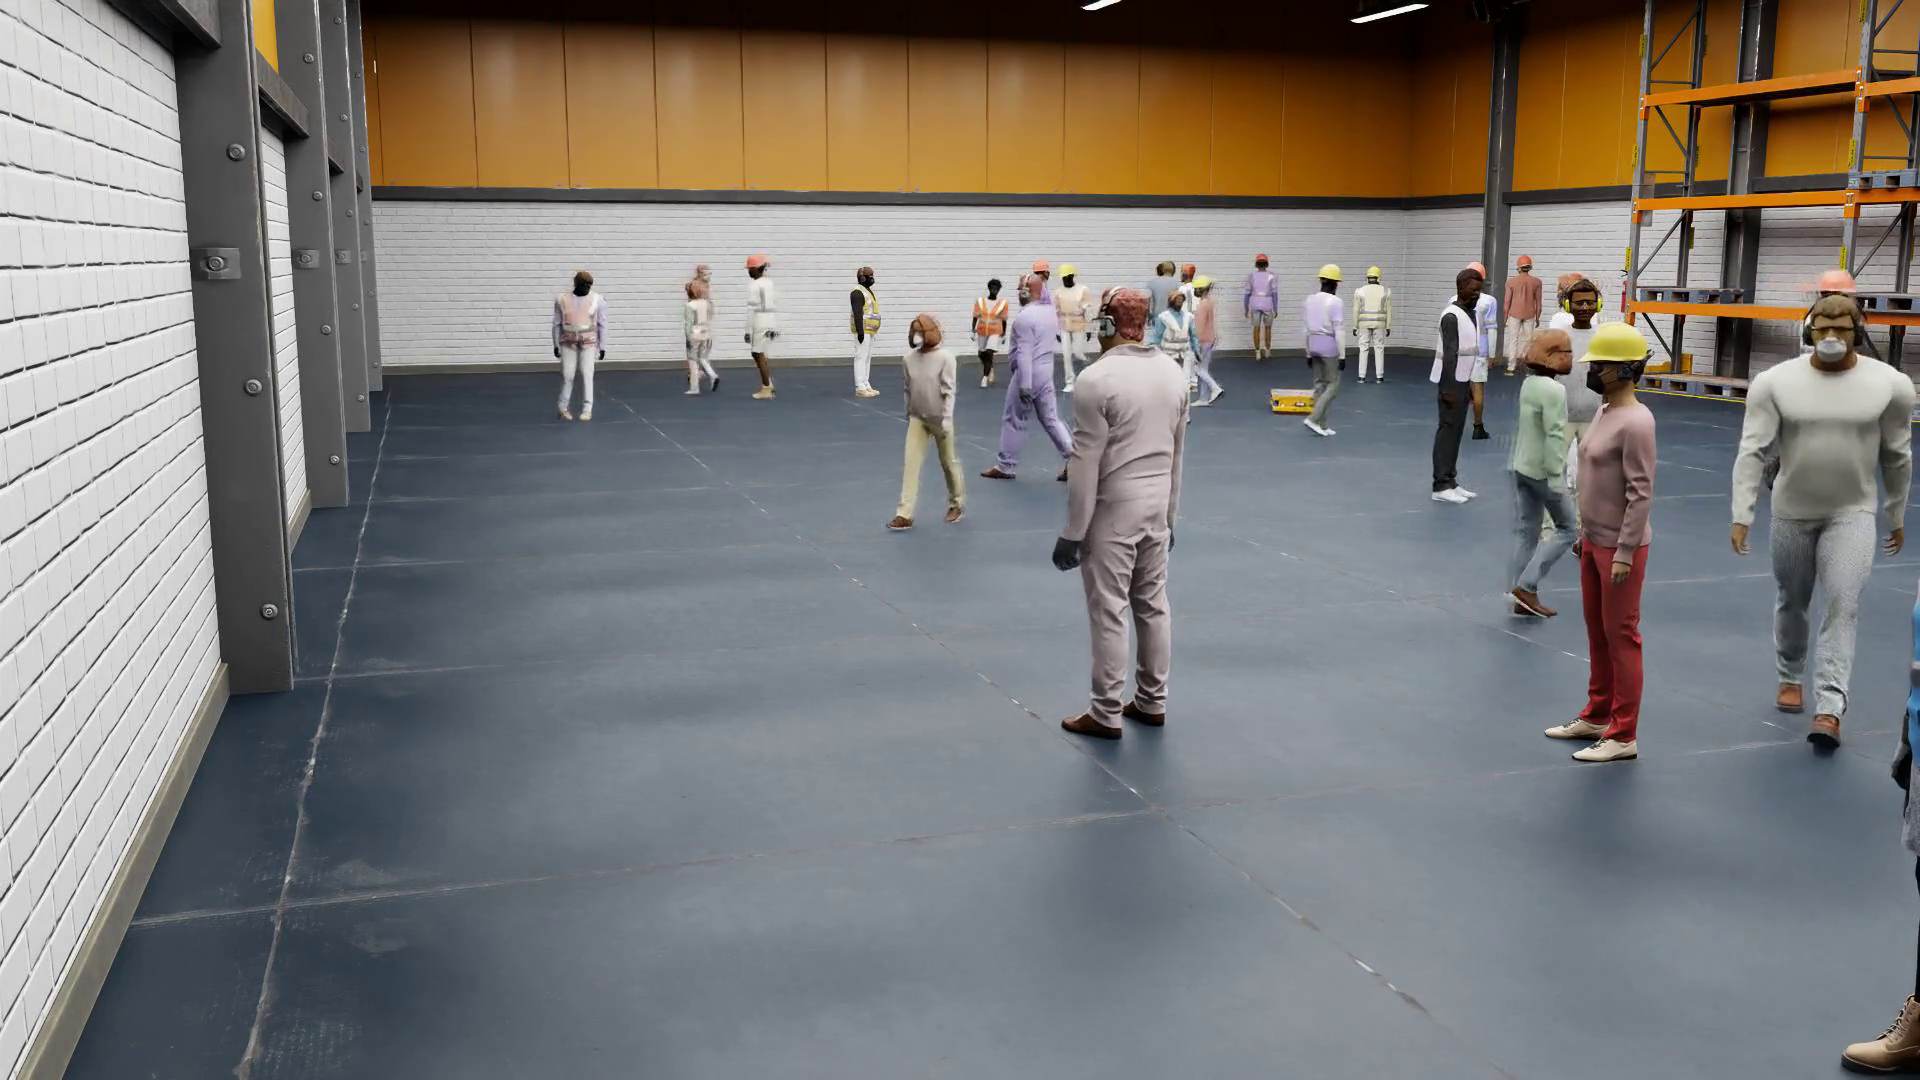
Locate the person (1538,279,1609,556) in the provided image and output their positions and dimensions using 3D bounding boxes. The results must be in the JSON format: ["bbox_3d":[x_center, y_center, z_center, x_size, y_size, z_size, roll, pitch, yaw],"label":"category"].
[{"bbox_3d":[4.095,-0.789,11.048,0.537,1.869,0.314,1,10,4],"label":"person"}]

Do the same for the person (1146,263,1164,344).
[{"bbox_3d":[3.510,-3.888,28.990,0.534,1.869,0.311,3,10,15],"label":"person"}]

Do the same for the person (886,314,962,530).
[{"bbox_3d":[-0.228,-0.883,12.399,0.509,1.588,0.854,6,11,30],"label":"person"}]

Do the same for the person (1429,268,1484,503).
[{"bbox_3d":[4.102,-1.278,13.752,0.398,1.913,0.590,6,12,32],"label":"person"}]

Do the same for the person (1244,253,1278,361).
[{"bbox_3d":[5.758,-4.443,31.747,0.641,2.021,0.777,3,10,16],"label":"person"}]

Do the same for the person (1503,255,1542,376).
[{"bbox_3d":[9.354,-3.727,27.680,0.622,1.996,0.370,1,10,6],"label":"person"}]

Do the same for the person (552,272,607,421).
[{"bbox_3d":[-4.659,-2.366,20.366,0.657,1.812,0.433,-1,10,-7],"label":"person"}]

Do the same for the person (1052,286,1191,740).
[{"bbox_3d":[0.667,-0.115,7.050,0.656,1.907,0.406,-9,13,-43],"label":"person"}]

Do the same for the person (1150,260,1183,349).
[{"bbox_3d":[3.414,-3.641,27.422,0.637,1.924,0.439,7,12,35],"label":"person"}]

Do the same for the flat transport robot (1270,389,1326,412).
[{"bbox_3d":[4.386,-1.818,21.624,0.652,0.197,1.431,2,10,9],"label":"flat transport robot"}]

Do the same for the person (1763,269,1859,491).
[{"bbox_3d":[6.985,-1.247,13.582,0.548,1.916,0.796,-8,13,-40],"label":"person"}]

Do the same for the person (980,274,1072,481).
[{"bbox_3d":[0.686,-1.448,14.892,0.980,1.865,0.657,6,12,32],"label":"person"}]

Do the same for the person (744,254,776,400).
[{"bbox_3d":[-2.805,-2.956,23.134,0.498,2.025,0.630,4,11,21],"label":"person"}]

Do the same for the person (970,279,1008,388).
[{"bbox_3d":[0.464,-3.159,25.358,0.569,1.658,0.742,3,10,14],"label":"person"}]

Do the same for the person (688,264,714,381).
[{"bbox_3d":[-4.128,-3.439,26.409,0.484,1.864,0.688,0,10,-3],"label":"person"}]

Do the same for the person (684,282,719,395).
[{"bbox_3d":[-3.746,-2.887,23.894,0.435,1.624,0.532,6,11,30],"label":"person"}]

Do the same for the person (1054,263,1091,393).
[{"bbox_3d":[1.672,-3.122,24.453,0.615,1.899,0.577,6,11,29],"label":"person"}]

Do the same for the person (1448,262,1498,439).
[{"bbox_3d":[5.623,-2.072,18.270,0.552,1.939,0.355,7,12,34],"label":"person"}]

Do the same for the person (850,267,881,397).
[{"bbox_3d":[-1.341,-2.967,23.735,0.429,1.845,0.621,2,10,12],"label":"person"}]

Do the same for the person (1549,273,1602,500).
[{"bbox_3d":[5.075,-1.266,13.814,0.591,1.866,0.464,-8,13,-39],"label":"person"}]

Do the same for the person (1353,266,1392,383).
[{"bbox_3d":[6.472,-3.375,26.132,0.594,1.828,0.403,2,10,13],"label":"person"}]

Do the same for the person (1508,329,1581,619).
[{"bbox_3d":[3.249,-0.354,9.213,0.341,1.620,0.520,-1,10,-3],"label":"person"}]

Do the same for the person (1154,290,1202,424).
[{"bbox_3d":[2.590,-2.225,20.169,0.547,1.601,0.853,-6,11,-31],"label":"person"}]

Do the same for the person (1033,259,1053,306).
[{"bbox_3d":[1.234,-3.312,25.438,0.342,1.941,0.551,4,11,23],"label":"person"}]

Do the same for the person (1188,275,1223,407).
[{"bbox_3d":[3.238,-2.625,22.021,0.415,1.749,0.525,4,11,22],"label":"person"}]

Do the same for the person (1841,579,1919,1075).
[{"bbox_3d":[2.396,0.533,3.892,0.319,1.697,0.533,-2,10,-9],"label":"person"}]

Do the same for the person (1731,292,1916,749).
[{"bbox_3d":[3.640,-0.102,7.066,0.658,1.877,1.032,6,11,29],"label":"person"}]

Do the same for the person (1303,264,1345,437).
[{"bbox_3d":[4.036,-2.090,18.454,0.493,1.915,0.598,-6,11,-30],"label":"person"}]

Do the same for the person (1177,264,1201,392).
[{"bbox_3d":[3.317,-3.085,24.304,0.355,1.882,0.575,8,12,37],"label":"person"}]

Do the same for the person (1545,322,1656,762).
[{"bbox_3d":[2.614,0.010,6.725,0.313,1.768,0.528,0,10,2],"label":"person"}]
